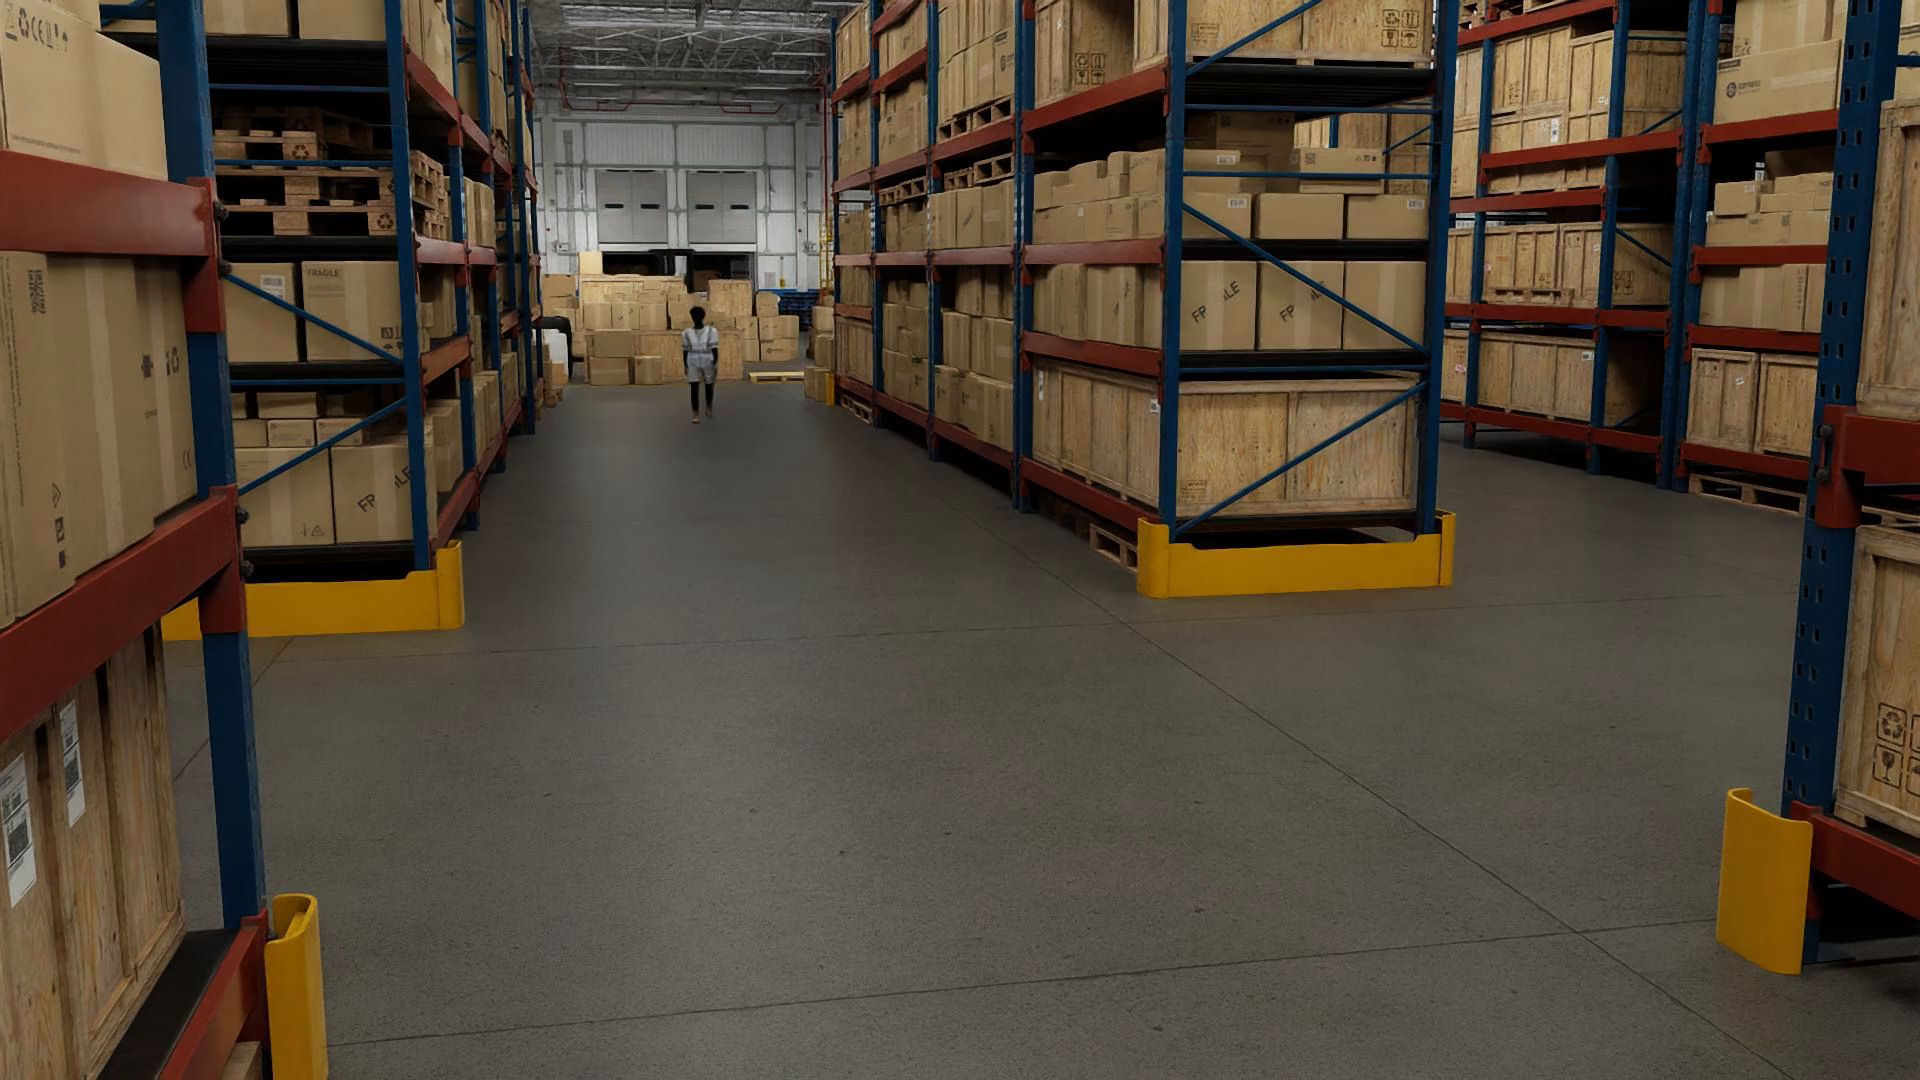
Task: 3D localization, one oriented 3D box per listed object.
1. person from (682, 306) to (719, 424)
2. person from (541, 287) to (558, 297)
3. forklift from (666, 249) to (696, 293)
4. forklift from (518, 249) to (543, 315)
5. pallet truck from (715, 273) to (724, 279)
[{"bbox_3d":[-3.715,-2.520,23.835,0.538,1.676,0.630,-1,9,-5],"label":"person"},{"bbox_3d":[-14.515,-8.388,58.844,0.587,1.928,0.381,-1,9,-9],"label":"person"},{"bbox_3d":[-9.168,-8.197,54.788,1.873,2.768,1.129,9,13,43],"label":"forklift"},{"bbox_3d":[-14.410,-8.377,55.886,1.873,2.768,1.129,3,10,19],"label":"forklift"},{"bbox_3d":[-8.580,-8.986,62.280,1.885,1.965,0.823,1,9,5],"label":"pallet truck"}]
